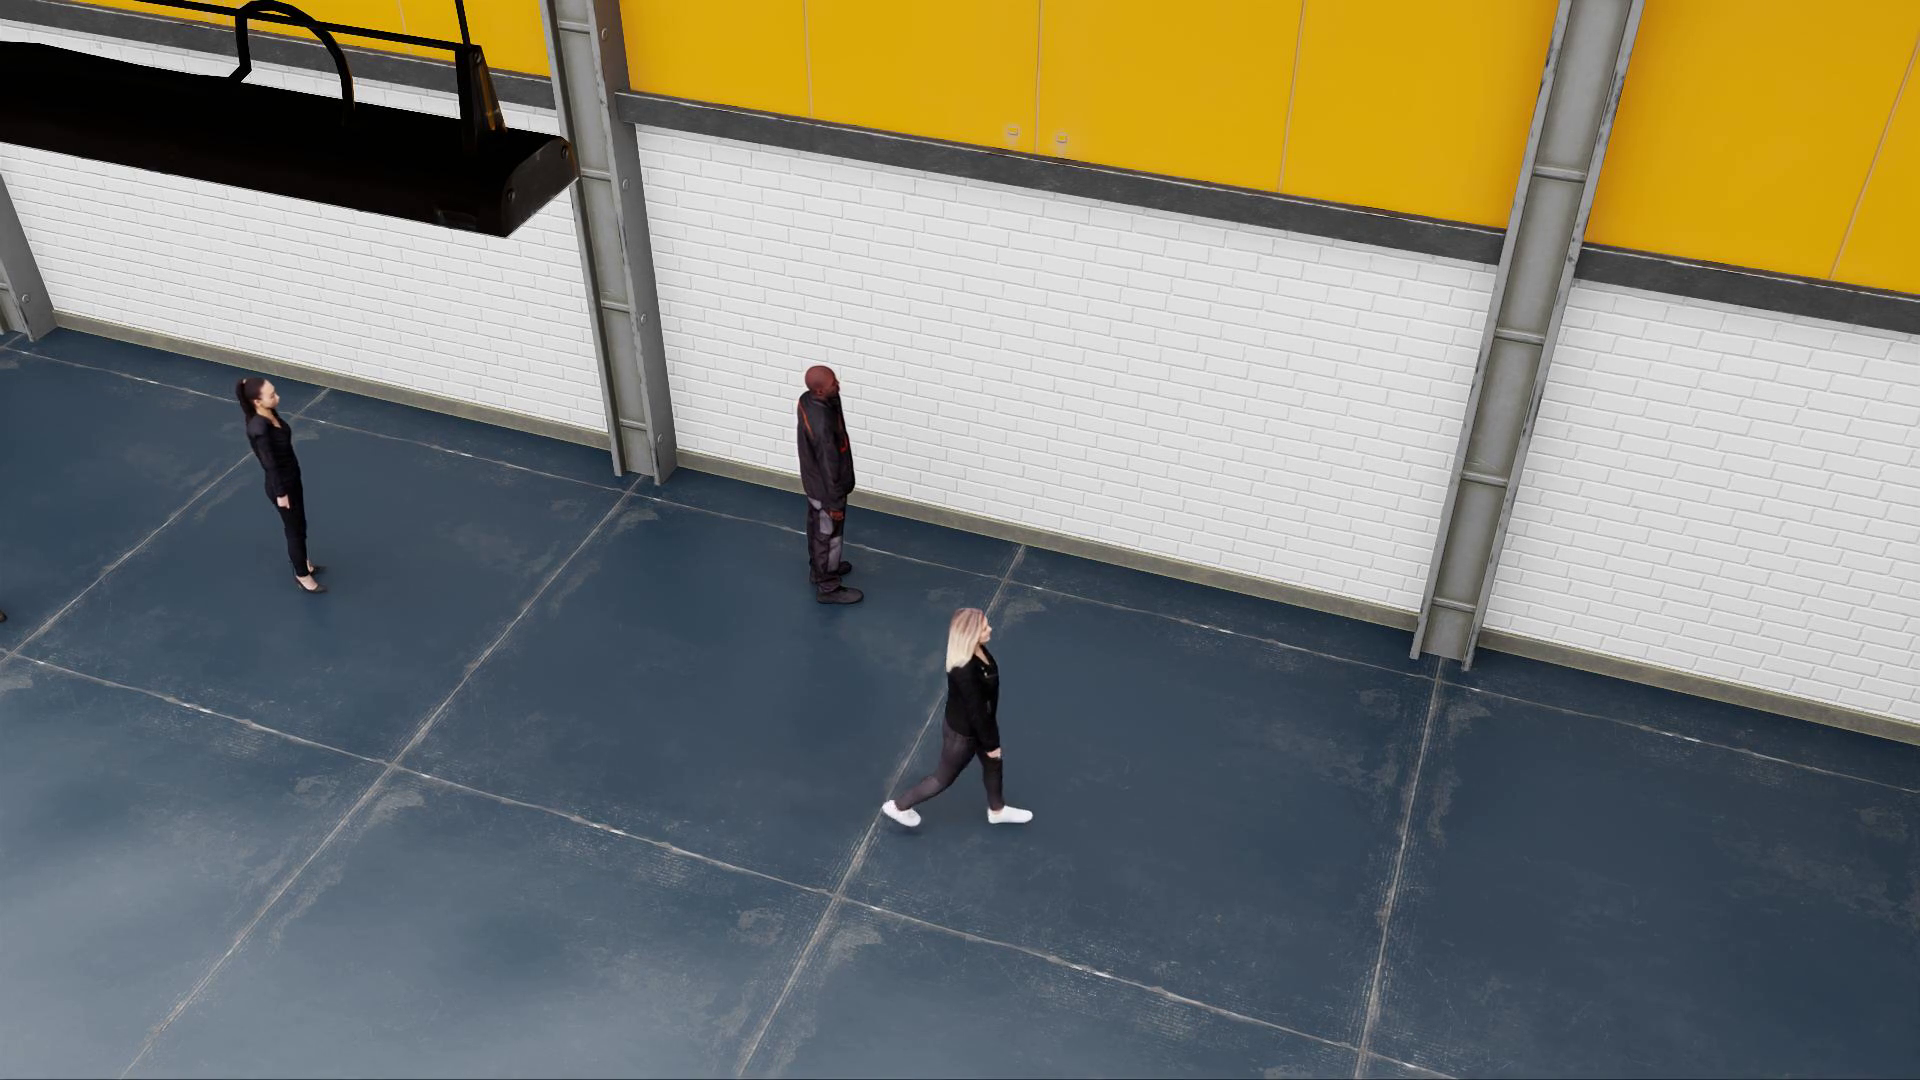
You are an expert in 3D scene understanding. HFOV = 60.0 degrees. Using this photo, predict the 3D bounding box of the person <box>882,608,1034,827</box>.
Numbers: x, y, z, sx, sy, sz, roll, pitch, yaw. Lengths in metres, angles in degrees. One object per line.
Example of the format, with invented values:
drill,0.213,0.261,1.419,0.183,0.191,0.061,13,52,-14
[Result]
person,-0.057,1.067,9.409,1.180,1.655,0.826,2,39,2

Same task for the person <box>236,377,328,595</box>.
person,-4.549,-0.384,11.182,0.685,1.709,0.669,-10,40,-12

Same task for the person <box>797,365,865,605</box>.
person,-0.916,-0.396,11.104,0.820,1.825,0.795,-11,40,-13
